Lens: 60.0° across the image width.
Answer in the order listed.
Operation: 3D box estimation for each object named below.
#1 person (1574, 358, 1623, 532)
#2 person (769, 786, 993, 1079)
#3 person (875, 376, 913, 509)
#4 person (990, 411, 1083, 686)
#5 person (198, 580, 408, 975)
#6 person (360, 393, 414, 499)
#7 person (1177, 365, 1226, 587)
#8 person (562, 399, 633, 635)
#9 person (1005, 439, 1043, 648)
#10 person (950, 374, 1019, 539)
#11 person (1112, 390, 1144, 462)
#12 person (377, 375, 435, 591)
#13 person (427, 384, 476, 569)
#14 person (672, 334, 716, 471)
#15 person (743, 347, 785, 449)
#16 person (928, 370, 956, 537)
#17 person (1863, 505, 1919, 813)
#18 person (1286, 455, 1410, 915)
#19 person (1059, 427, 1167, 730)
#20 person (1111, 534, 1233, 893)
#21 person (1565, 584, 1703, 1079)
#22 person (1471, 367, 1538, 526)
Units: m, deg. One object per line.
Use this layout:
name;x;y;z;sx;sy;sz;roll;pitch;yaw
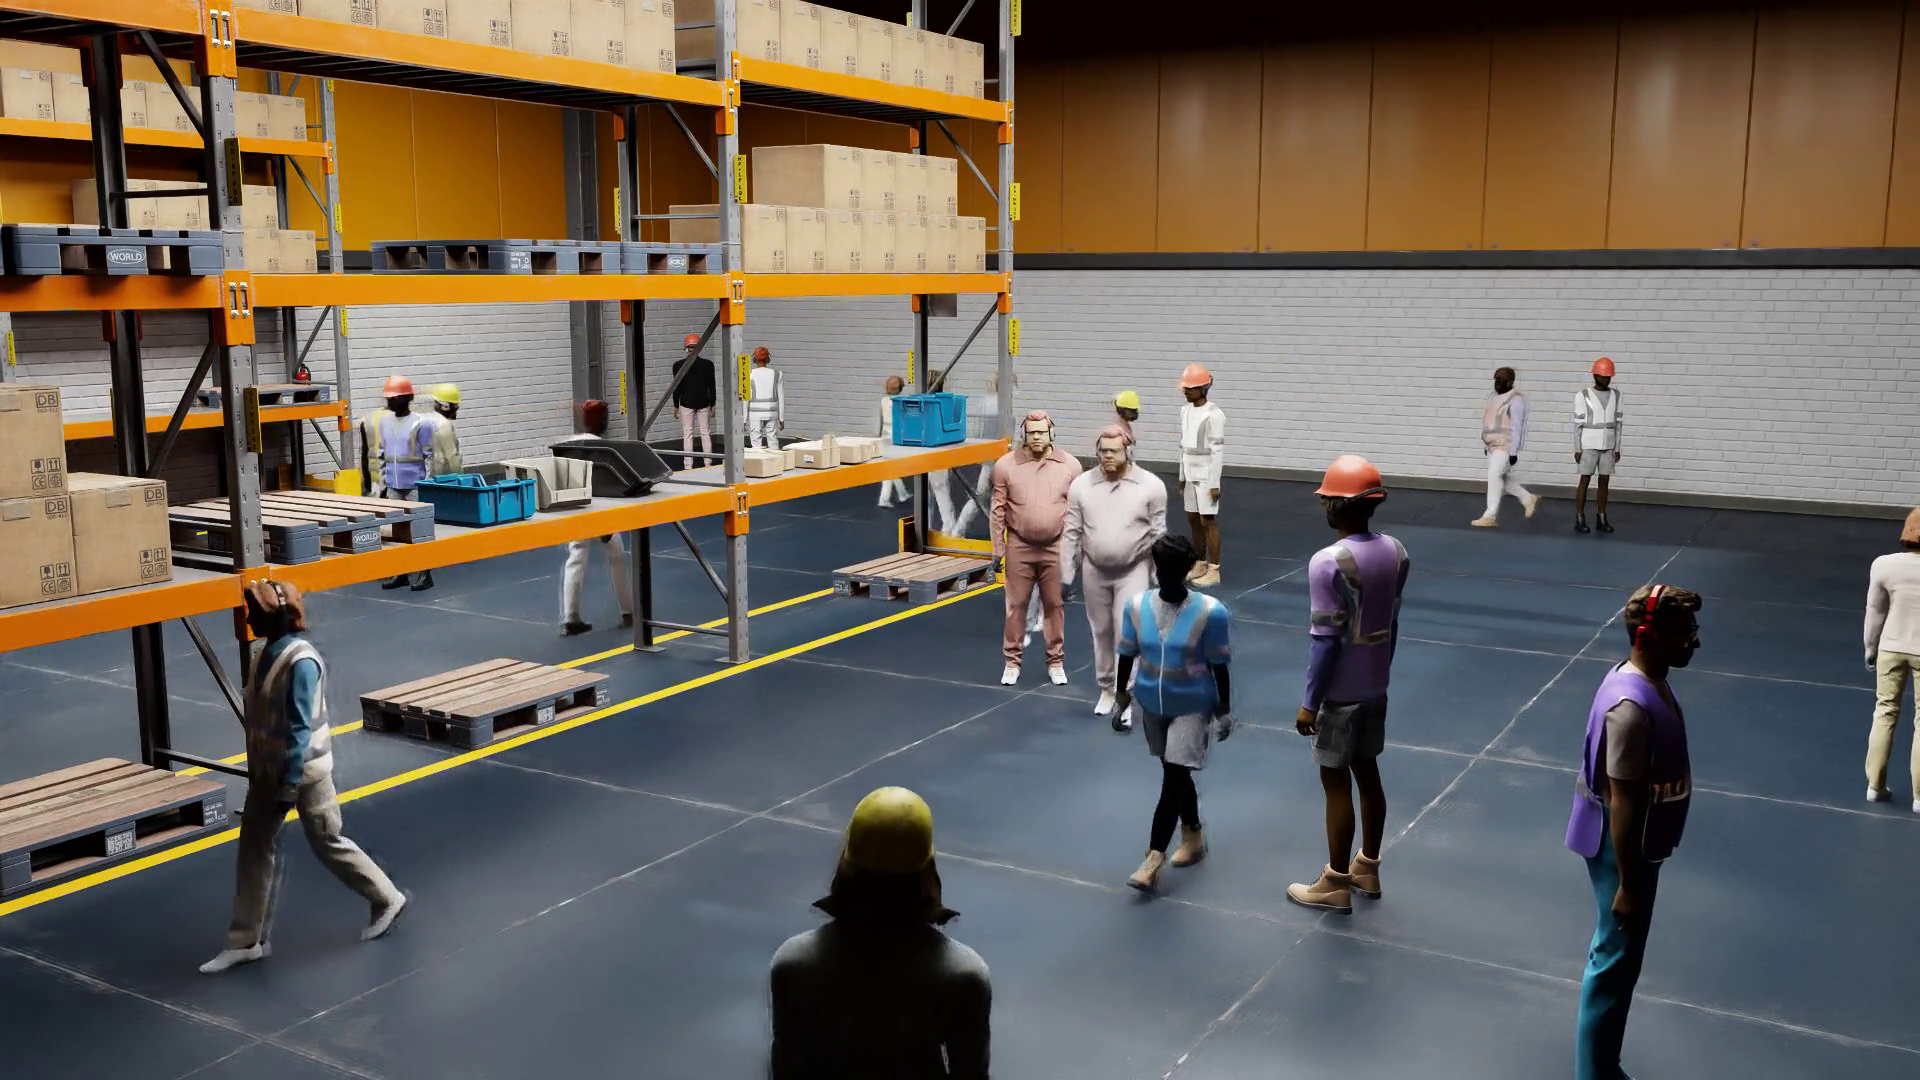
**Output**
person;7.006;-1.035;18.243;0.539;1.928;0.384;-1;9;-4
person;-0.173;1.398;3.662;0.496;1.725;0.440;0;9;3
person;-0.779;-1.191;20.261;0.526;1.591;0.878;7;11;35
person;0.533;0.060;11.462;0.654;1.906;0.407;0;9;-1
person;-2.727;0.944;6.882;0.514;1.606;0.810;8;12;41
person;-5.374;-0.573;15.763;0.651;1.798;0.794;0;9;-2
person;2.152;-0.575;15.089;0.443;2.026;0.610;-4;10;-23
person;-2.854;-0.196;13.252;0.593;1.847;0.915;5;11;31
person;0.553;-0.016;12.924;0.534;1.596;0.811;3;10;20
person;0.360;-0.773;16.765;1.051;1.896;0.637;-2;9;-10
person;1.488;-0.551;15.768;0.503;1.747;0.557;3;9;16
person;-4.976;-0.505;14.896;0.552;1.935;0.367;3;9;16
person;-4.906;-0.604;15.994;0.928;1.778;0.576;-4;10;-24
person;-3.745;-1.901;23.430;0.612;1.994;0.395;-3;10;-19
person;-2.593;-1.603;21.912;0.578;1.882;0.346;-3;10;-17
person;-0.351;-0.894;17.724;0.761;1.814;0.639;3;9;15
person;5.065;0.622;8.843;0.289;1.629;0.503;-8;12;-41
person;1.714;0.640;7.418;0.607;2.044;0.378;-8;12;-42
person;0.938;0.239;10.453;0.675;1.873;0.861;3;10;18
person;0.958;0.784;7.706;0.554;1.640;0.828;6;11;34
person;2.201;1.046;5.498;0.372;1.843;0.570;4;10;26
person;6.158;-1.044;18.652;0.728;1.817;0.644;-1;9;-6
